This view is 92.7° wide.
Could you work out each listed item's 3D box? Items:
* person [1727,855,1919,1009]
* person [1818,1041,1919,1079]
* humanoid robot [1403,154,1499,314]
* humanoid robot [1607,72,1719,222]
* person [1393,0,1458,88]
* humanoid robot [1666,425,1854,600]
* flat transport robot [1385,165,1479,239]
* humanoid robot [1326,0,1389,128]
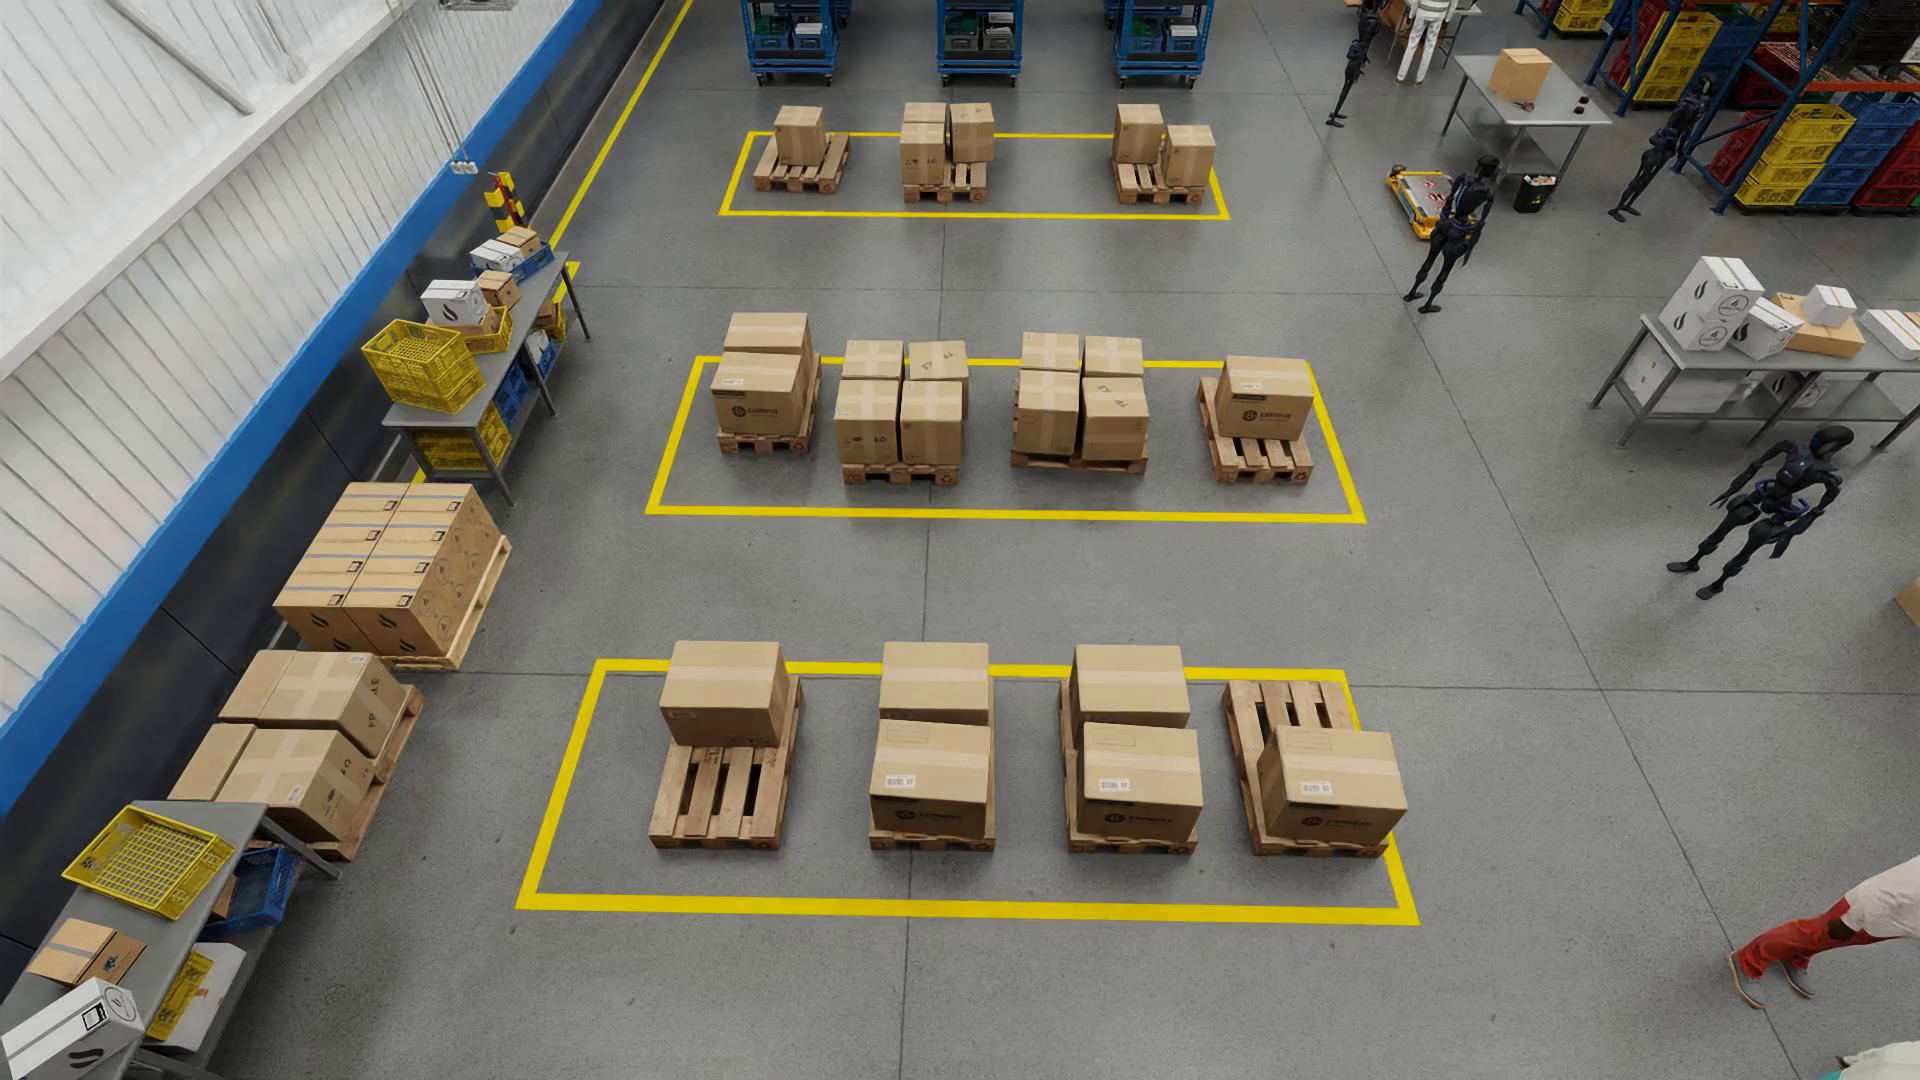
[{"bbox_3d":[4.817,1.942,4.716,0.608,1.988,0.388,-5,49,-4],"label":"person"},{"bbox_3d":[4.144,2.620,4.275,0.324,1.765,0.528,36,58,27],"label":"person"},{"bbox_3d":[4.998,-3.098,9.282,0.313,1.653,0.562,-15,51,-12],"label":"humanoid robot"},{"bbox_3d":[8.069,-4.474,10.464,0.601,1.657,0.330,-21,52,-17],"label":"humanoid robot"},{"bbox_3d":[6.572,-7.334,12.814,0.572,1.881,0.358,14,51,12],"label":"person"},{"bbox_3d":[5.927,-0.201,6.767,0.310,1.656,0.610,-13,50,-11],"label":"humanoid robot"},{"bbox_3d":[5.692,-4.094,11.059,0.652,0.197,1.431,1,49,1],"label":"flat transport robot"},{"bbox_3d":[5.258,-6.344,12.091,0.328,1.652,0.573,19,52,15],"label":"humanoid robot"}]
